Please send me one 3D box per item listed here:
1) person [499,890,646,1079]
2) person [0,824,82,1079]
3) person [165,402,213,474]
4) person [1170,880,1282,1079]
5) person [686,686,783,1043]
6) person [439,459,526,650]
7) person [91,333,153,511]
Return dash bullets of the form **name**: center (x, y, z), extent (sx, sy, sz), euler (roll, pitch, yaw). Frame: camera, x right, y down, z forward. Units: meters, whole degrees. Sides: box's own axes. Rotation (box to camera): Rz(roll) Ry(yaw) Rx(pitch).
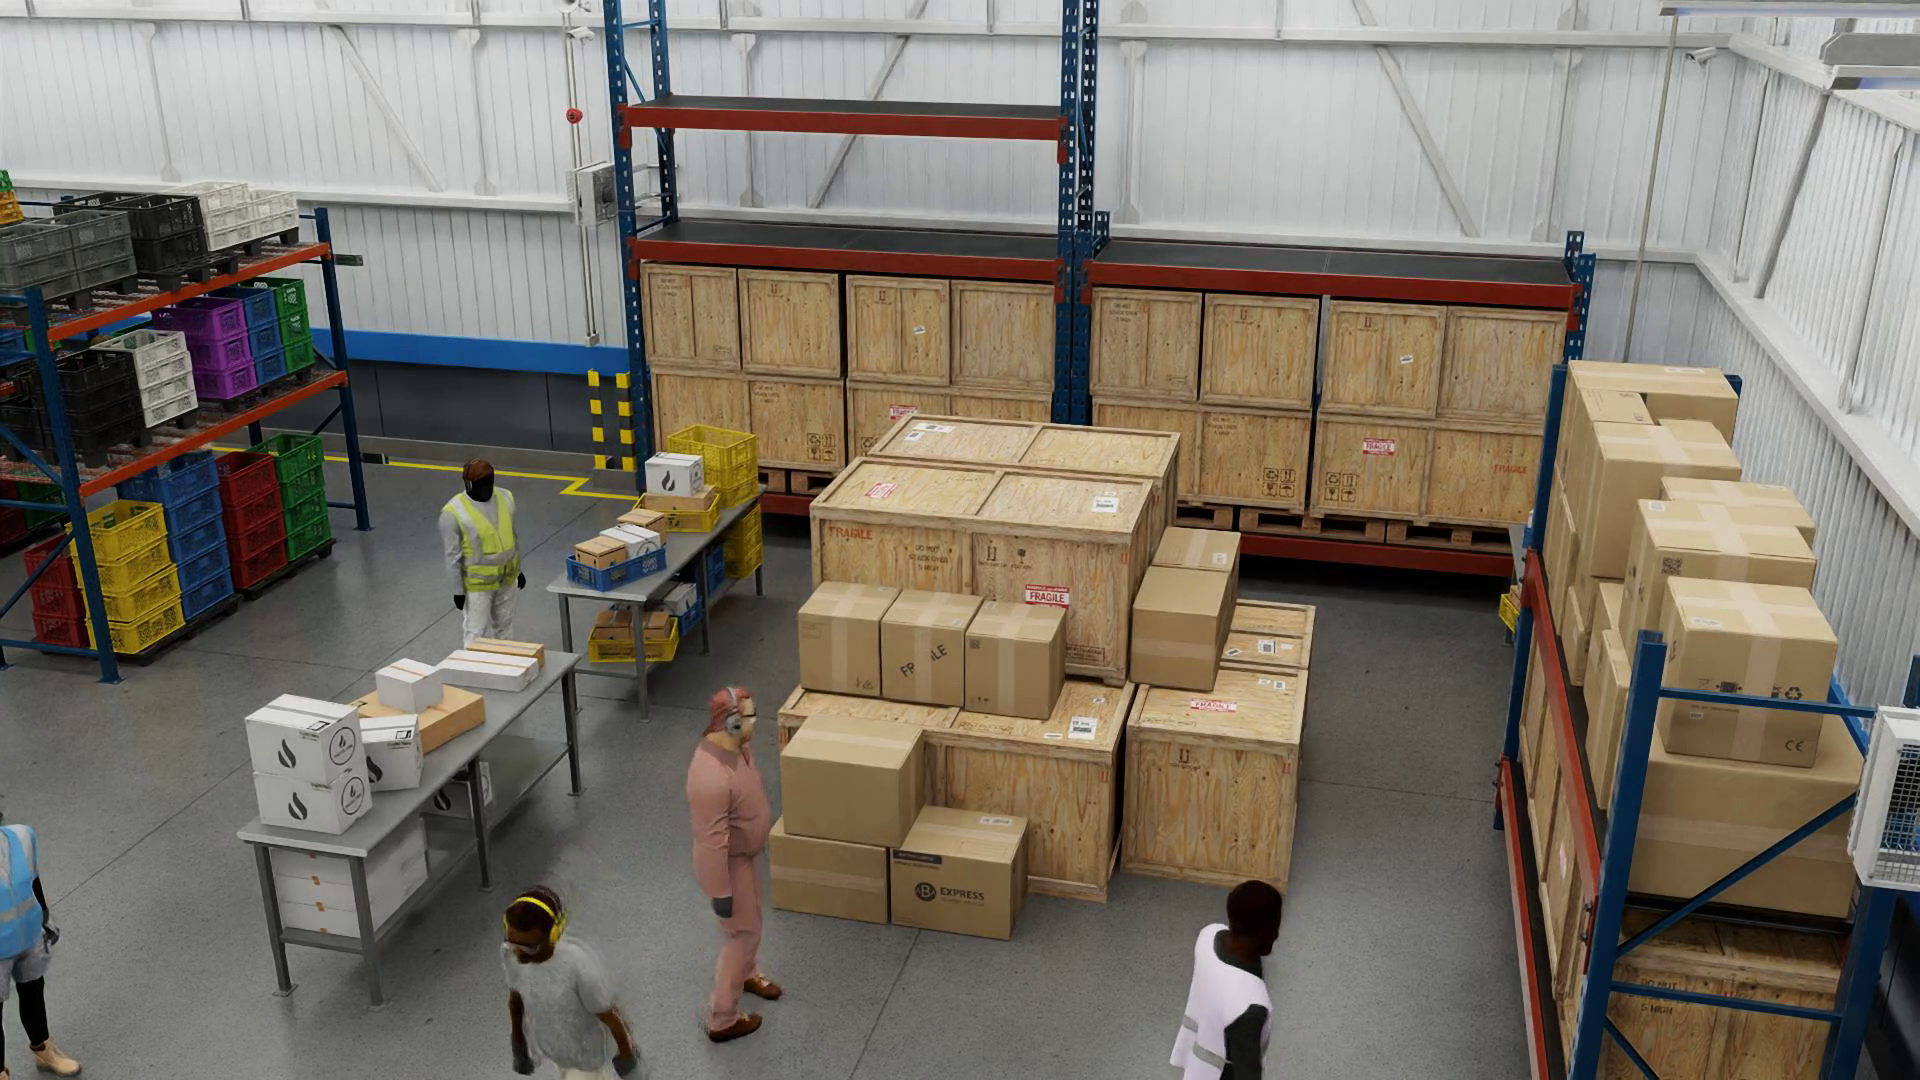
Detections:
- **person**: center (-1.690, 2.210, 7.124), extent (0.605, 1.793, 1.045), euler (12, 24, 29)
- **person**: center (-4.586, 1.926, 7.983), extent (0.321, 1.697, 0.535), euler (9, 23, 22)
- **person**: center (-7.047, -0.939, 15.295), extent (0.738, 1.841, 0.584), euler (-20, 28, -41)
- **person**: center (1.081, 2.248, 6.861), extent (0.399, 1.907, 0.599), euler (-2, 21, -6)
- **person**: center (-1.149, 1.627, 8.518), extent (0.422, 1.879, 0.671), euler (-1, 21, -1)
- **person**: center (-3.417, 0.286, 12.074), extent (0.429, 1.842, 0.633), euler (15, 26, 34)
- **person**: center (-7.614, -0.944, 15.166), extent (0.628, 1.935, 0.373), euler (17, 27, 38)
